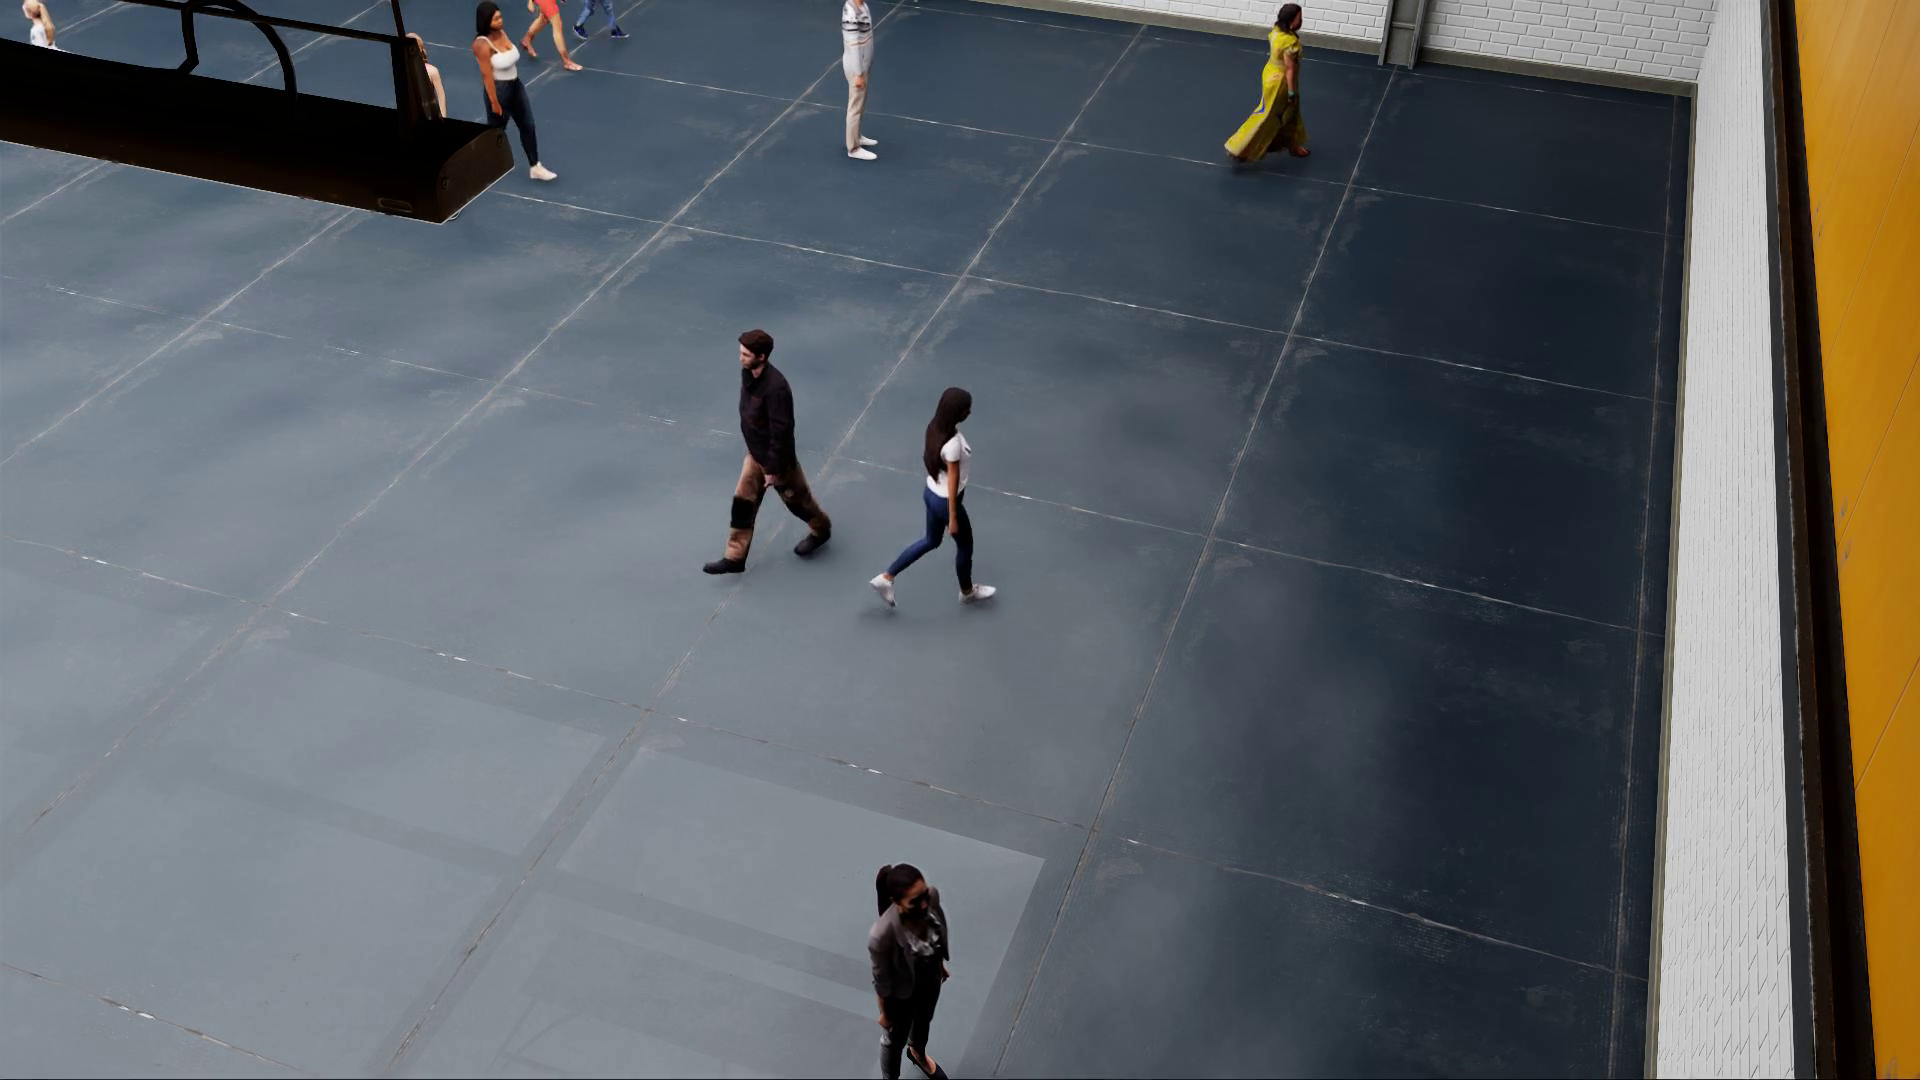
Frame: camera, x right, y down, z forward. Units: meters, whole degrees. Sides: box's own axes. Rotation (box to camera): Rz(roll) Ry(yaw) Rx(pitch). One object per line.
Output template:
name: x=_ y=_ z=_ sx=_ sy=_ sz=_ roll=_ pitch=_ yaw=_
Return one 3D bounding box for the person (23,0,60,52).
person: x=-9.446 y=-5.021 z=17.419 sx=0.943 sy=1.250 sz=0.707 roll=-1 pitch=39 yaw=-2

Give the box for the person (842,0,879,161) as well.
person: x=-1.031 y=-4.753 z=16.595 sx=0.697 sy=1.860 sz=0.758 roll=-1 pitch=39 yaw=-1

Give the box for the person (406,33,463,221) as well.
person: x=-4.961 y=-3.873 z=15.552 sx=0.445 sy=1.788 sz=0.654 roll=13 pitch=40 yaw=15

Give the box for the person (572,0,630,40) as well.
person: x=-4.240 y=-6.356 z=19.095 sx=0.881 sy=1.247 sz=0.551 roll=10 pitch=40 yaw=12

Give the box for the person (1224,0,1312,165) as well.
person: x=3.067 y=-4.457 z=16.419 sx=1.316 sy=1.617 sz=1.075 roll=-4 pitch=39 yaw=-5

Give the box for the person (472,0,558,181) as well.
person: x=-4.516 y=-4.318 z=16.120 sx=1.153 sy=1.774 sz=0.647 roll=12 pitch=40 yaw=15

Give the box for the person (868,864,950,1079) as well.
person: x=-0.247 y=2.157 z=8.089 sx=0.698 sy=1.678 sz=0.700 roll=27 pitch=46 yaw=30

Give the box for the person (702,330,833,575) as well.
person: x=-1.206 y=-0.596 z=11.375 sx=1.193 sy=1.879 sz=1.268 roll=-25 pitch=45 yaw=-28

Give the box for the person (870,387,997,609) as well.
person: x=-0.198 y=-0.223 z=11.016 sx=1.200 sy=1.745 sz=1.069 roll=-10 pitch=40 yaw=-13

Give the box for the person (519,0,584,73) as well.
person: x=-4.642 y=-6.033 z=18.345 sx=1.160 sy=1.678 sz=0.651 roll=17 pitch=42 yaw=20
